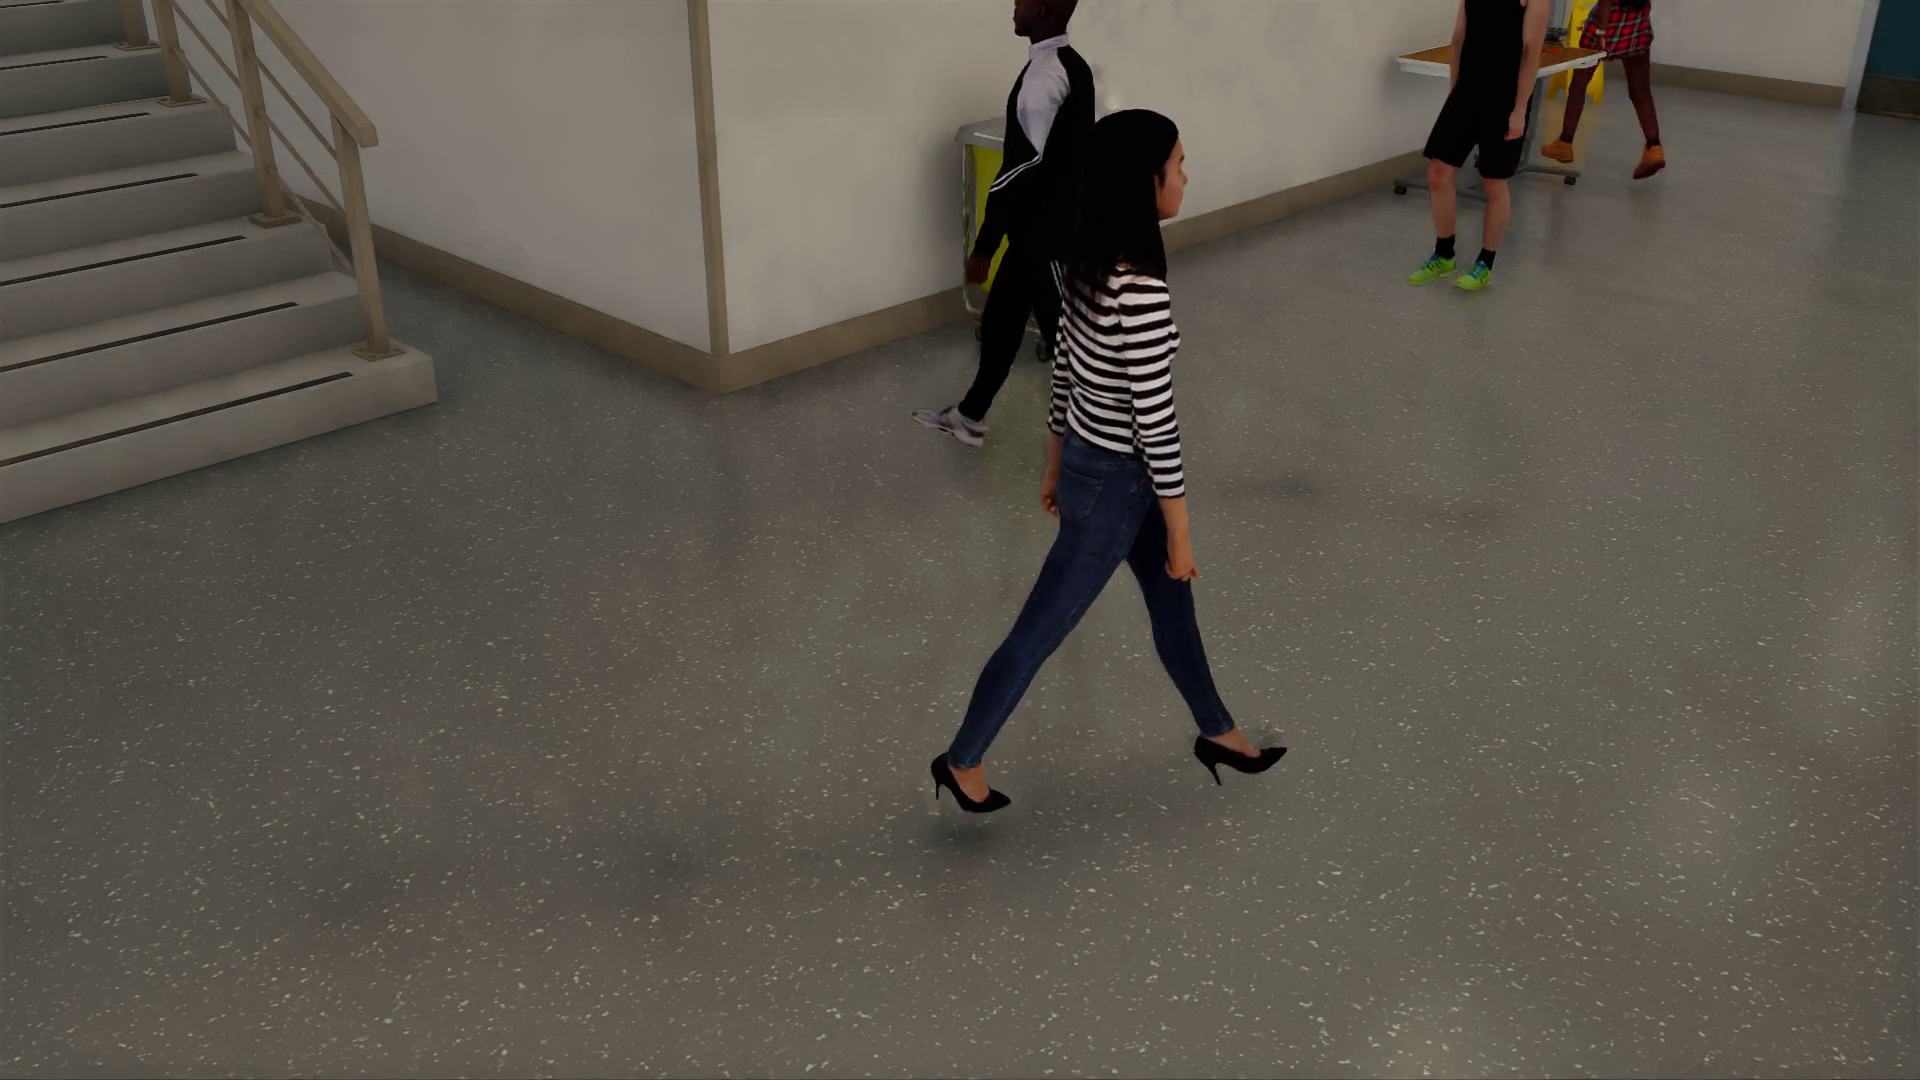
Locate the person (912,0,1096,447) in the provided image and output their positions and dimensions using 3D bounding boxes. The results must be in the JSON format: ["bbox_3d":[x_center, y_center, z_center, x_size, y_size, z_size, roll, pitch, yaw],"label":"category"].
[{"bbox_3d":[0.389,-1.061,5.874,1.264,1.793,1.057,7,27,14],"label":"person"}]

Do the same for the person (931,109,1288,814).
[{"bbox_3d":[0.257,-0.054,3.853,1.086,1.734,1.176,-6,26,-11],"label":"person"}]

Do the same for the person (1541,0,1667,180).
[{"bbox_3d":[4.057,-3.020,10.067,0.960,1.679,1.277,-8,27,-17],"label":"person"}]

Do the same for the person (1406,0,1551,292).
[{"bbox_3d":[2.600,-2.128,7.993,0.759,1.875,0.628,-21,33,-37],"label":"person"}]
